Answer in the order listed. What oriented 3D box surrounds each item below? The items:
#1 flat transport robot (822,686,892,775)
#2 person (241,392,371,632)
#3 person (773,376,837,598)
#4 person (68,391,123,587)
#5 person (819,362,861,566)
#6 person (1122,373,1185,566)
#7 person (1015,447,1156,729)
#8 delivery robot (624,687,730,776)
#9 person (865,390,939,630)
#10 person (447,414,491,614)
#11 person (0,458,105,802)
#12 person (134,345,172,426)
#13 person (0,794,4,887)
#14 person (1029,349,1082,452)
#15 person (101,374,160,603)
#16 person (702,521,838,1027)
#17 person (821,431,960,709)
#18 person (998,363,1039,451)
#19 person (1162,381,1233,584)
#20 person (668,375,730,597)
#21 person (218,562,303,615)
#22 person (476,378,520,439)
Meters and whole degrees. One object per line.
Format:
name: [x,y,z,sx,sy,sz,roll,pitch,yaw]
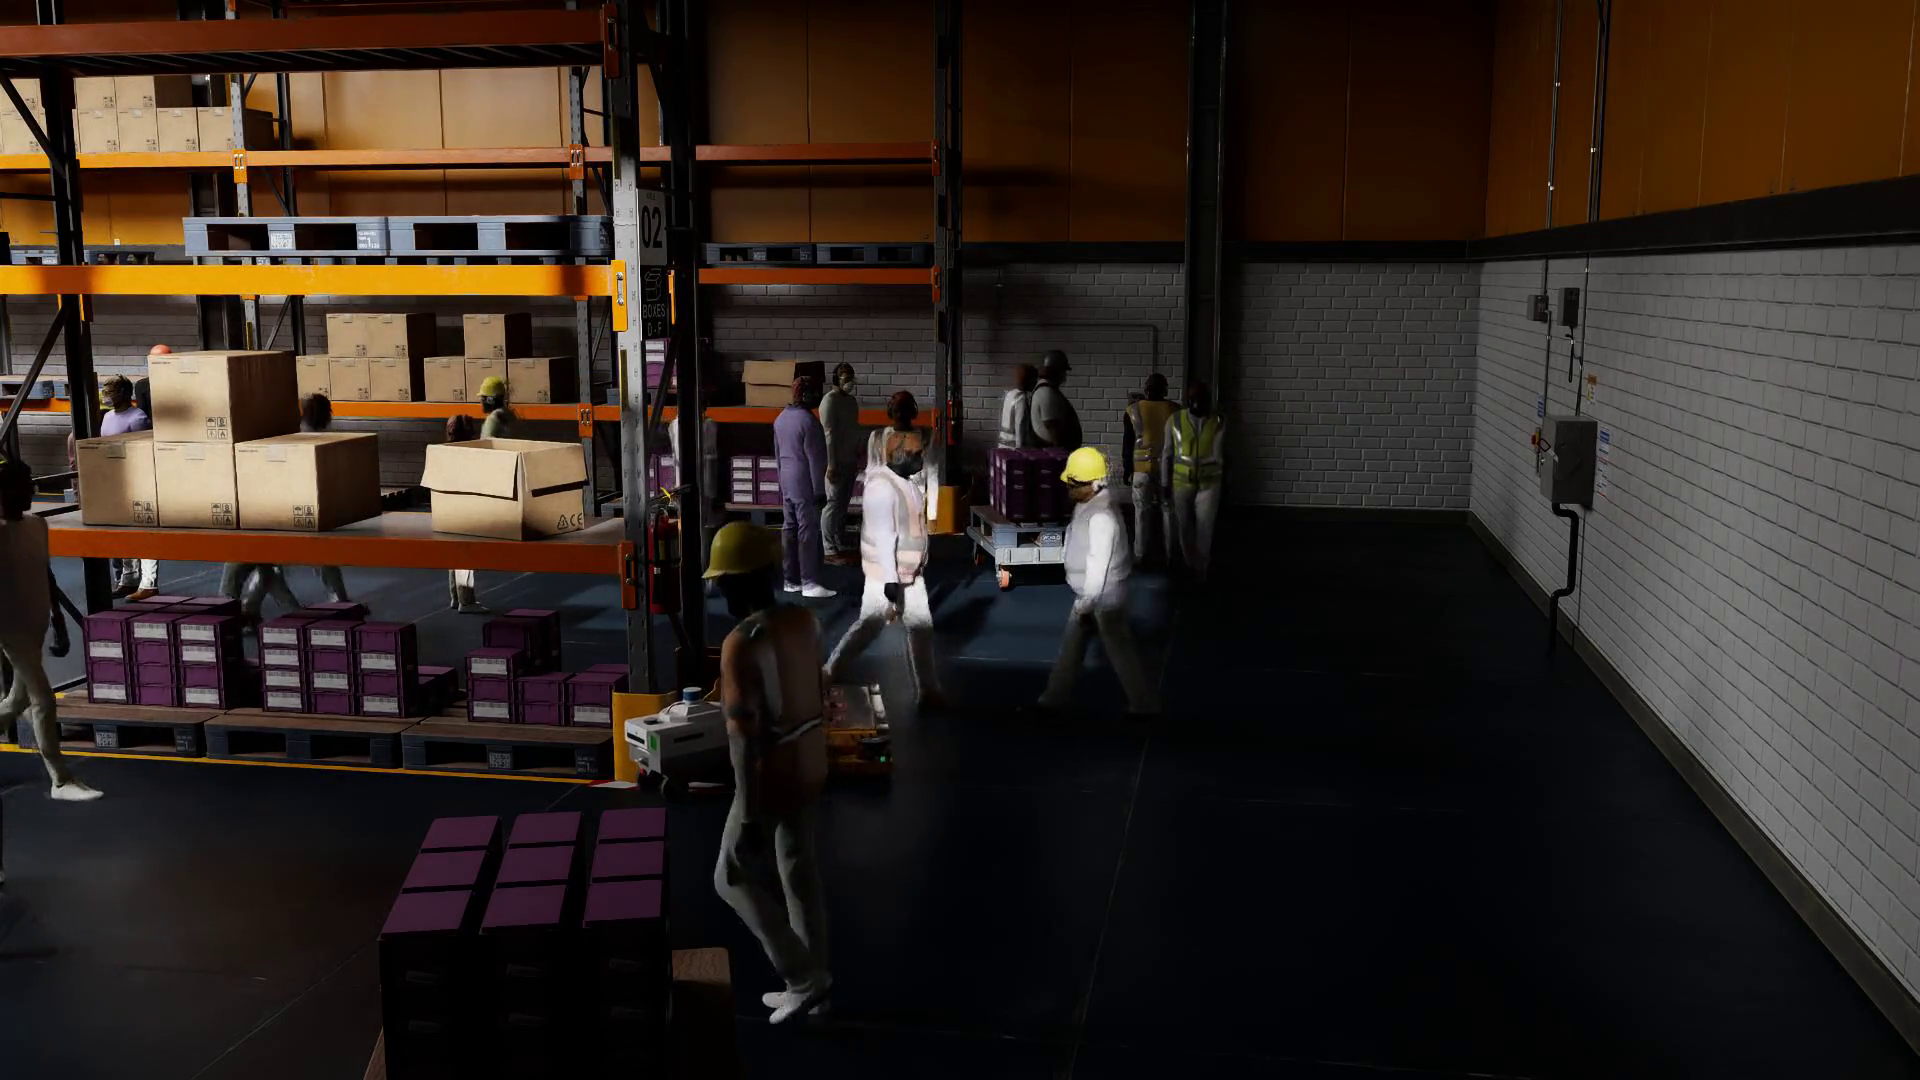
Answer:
flat transport robot: [-0.770,1.089,9.802,0.652,0.197,1.431,-1,9,-6]
person: [-5.225,-0.215,13.031,0.640,1.865,1.077,8,12,42]
person: [-1.334,-0.460,14.349,0.401,1.910,0.640,-6,11,-35]
person: [-7.425,-0.402,14.422,0.301,1.772,0.524,7,12,37]
person: [-1.140,-0.733,15.954,0.377,1.937,0.629,3,10,19]
person: [1.855,-0.666,15.836,0.633,1.841,0.429,0,9,1]
person: [0.782,0.303,10.063,0.906,1.762,0.652,-1,9,-7]
delivery robot: [-1.437,1.036,8.959,0.707,0.478,0.477,-8,12,-39]
person: [-0.464,-0.242,13.116,0.577,1.883,0.395,1,9,9]
person: [-4.077,-0.215,13.658,0.305,1.639,0.522,-5,10,-29]
person: [-5.023,0.469,8.822,0.909,1.841,0.526,2,9,11]
person: [-8.804,-1.166,18.471,0.623,1.988,0.393,-6,11,-32]
person: [-4.536,0.657,7.358,0.370,1.927,0.588,4,10,21]
person: [0.958,-0.903,16.688,0.537,2.000,0.697,0,9,0]
person: [-7.069,-0.438,14.123,0.630,1.940,0.372,6,11,34]
person: [-0.698,0.868,6.108,0.428,1.905,0.625,5,10,29]
person: [-0.491,0.189,10.688,0.941,1.798,0.637,3,10,20]
person: [0.599,-0.901,17.249,0.549,1.863,0.703,-3,10,-19]
person: [2.160,-0.544,15.149,0.636,1.818,0.746,2,9,11]
person: [-2.183,-0.451,14.229,0.580,1.923,0.540,7,11,37]
person: [-5.095,0.031,11.968,0.918,1.693,0.496,0,9,1]
person: [-4.465,-0.670,16.042,0.925,1.783,0.613,0,9,1]
